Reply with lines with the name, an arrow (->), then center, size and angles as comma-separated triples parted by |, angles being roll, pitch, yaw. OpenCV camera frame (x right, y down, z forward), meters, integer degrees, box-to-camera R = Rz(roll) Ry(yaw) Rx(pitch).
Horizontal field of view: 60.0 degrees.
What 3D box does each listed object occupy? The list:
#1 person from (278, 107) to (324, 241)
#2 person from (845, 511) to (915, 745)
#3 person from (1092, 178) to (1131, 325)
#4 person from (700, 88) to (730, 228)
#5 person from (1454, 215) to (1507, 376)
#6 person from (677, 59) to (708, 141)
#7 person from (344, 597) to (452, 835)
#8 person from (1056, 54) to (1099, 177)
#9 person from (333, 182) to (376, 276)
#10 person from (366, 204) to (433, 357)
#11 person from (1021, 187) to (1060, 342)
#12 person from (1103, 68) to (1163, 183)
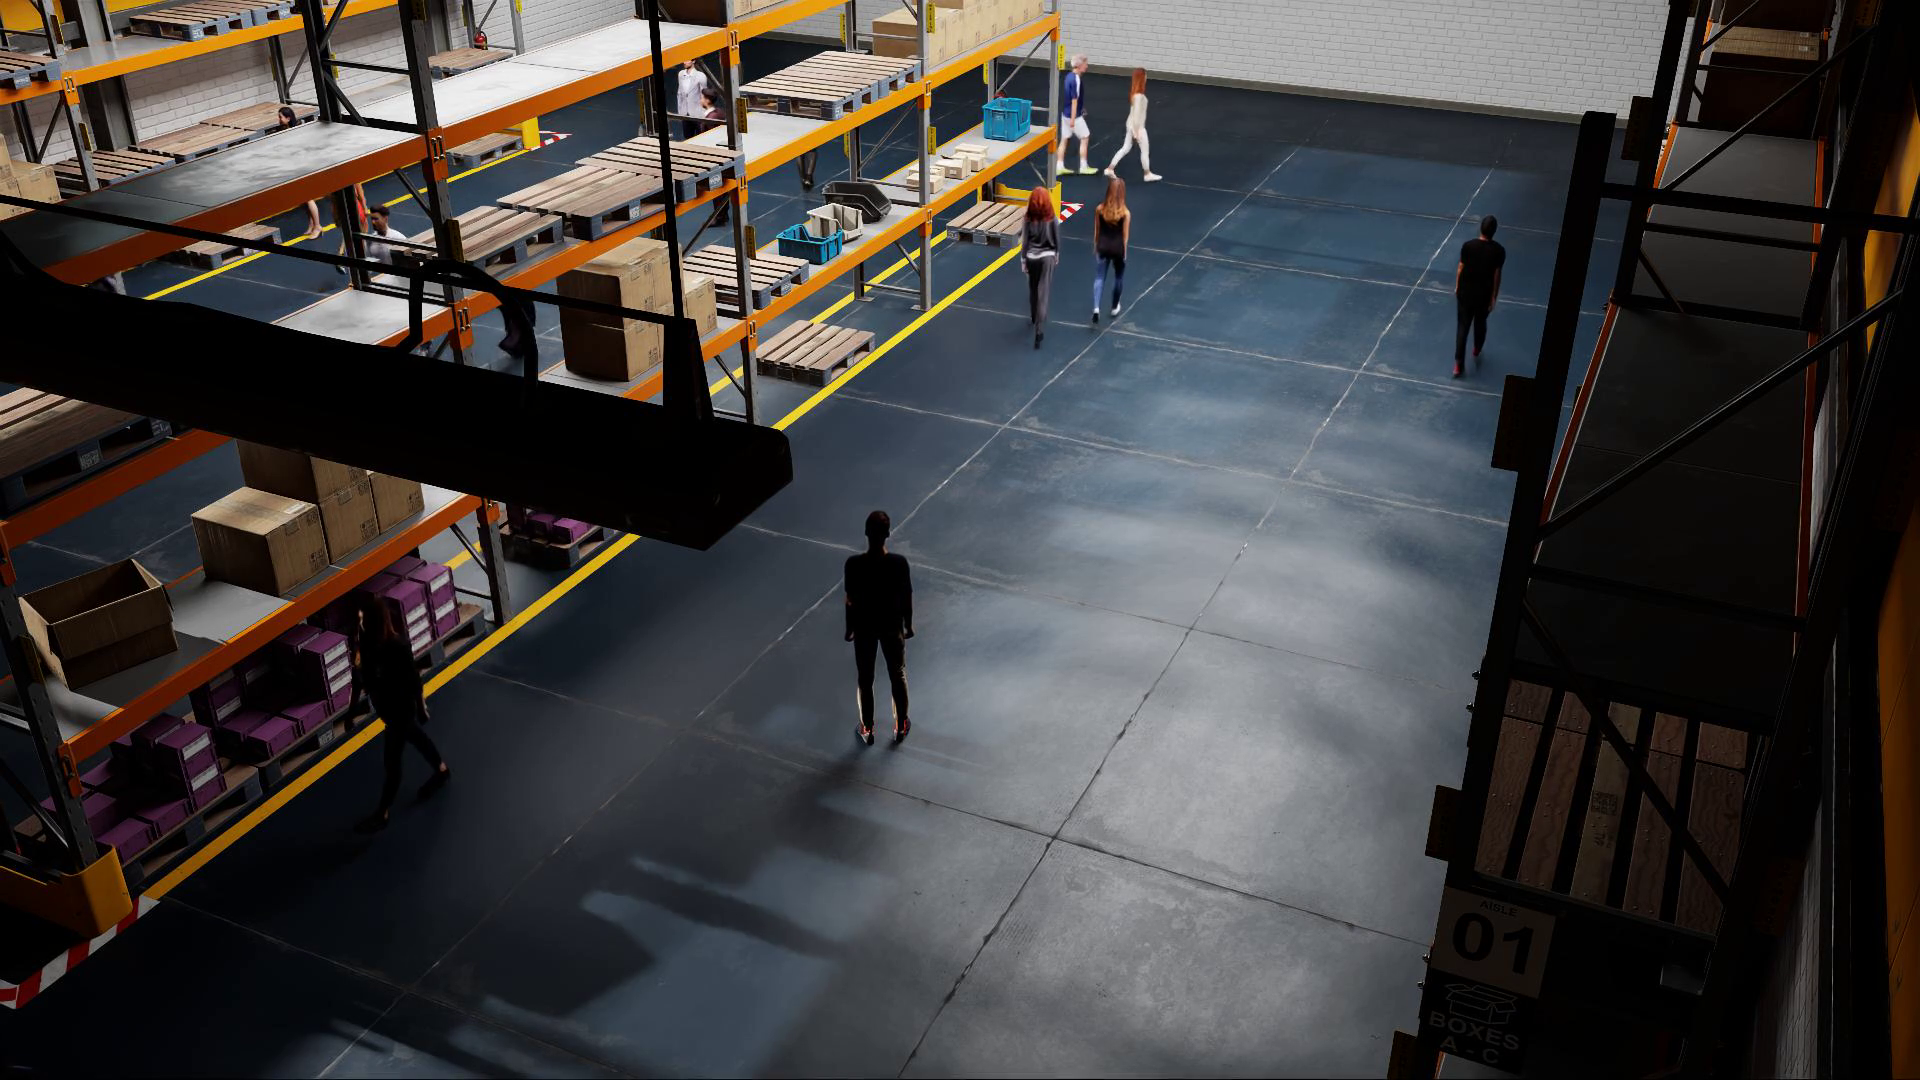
person -> -8.827, -4.904, 22.216 | 0.804, 1.769, 0.778 | -18, 33, -29
person -> -0.583, 0.633, 11.973 | 0.724, 1.857, 0.716 | -3, 29, -6
person -> 1.738, -3.351, 19.443 | 0.685, 1.698, 1.039 | 8, 30, 14
person -> -3.353, -5.230, 22.714 | 0.820, 1.864, 0.643 | 3, 29, 6
person -> 5.594, -2.631, 18.103 | 0.691, 1.717, 1.116 | 10, 30, 17
person -> -3.970, -6.372, 24.819 | 0.678, 1.852, 0.577 | 14, 32, 24
person -> -3.781, 1.094, 11.327 | 0.682, 1.667, 1.144 | 16, 32, 27
person -> 1.598, -6.307, 24.753 | 0.973, 1.802, 0.926 | -8, 30, -14
person -> -7.648, -4.104, 20.745 | 0.596, 1.773, 0.889 | 14, 32, 24
person -> -6.158, -2.785, 18.282 | 0.856, 1.815, 1.233 | 6, 29, 11
person -> 0.914, -3.107, 18.962 | 0.821, 1.730, 1.231 | 4, 29, 7
person -> 2.493, -6.054, 24.415 | 1.072, 1.680, 1.132 | -5, 29, -8
